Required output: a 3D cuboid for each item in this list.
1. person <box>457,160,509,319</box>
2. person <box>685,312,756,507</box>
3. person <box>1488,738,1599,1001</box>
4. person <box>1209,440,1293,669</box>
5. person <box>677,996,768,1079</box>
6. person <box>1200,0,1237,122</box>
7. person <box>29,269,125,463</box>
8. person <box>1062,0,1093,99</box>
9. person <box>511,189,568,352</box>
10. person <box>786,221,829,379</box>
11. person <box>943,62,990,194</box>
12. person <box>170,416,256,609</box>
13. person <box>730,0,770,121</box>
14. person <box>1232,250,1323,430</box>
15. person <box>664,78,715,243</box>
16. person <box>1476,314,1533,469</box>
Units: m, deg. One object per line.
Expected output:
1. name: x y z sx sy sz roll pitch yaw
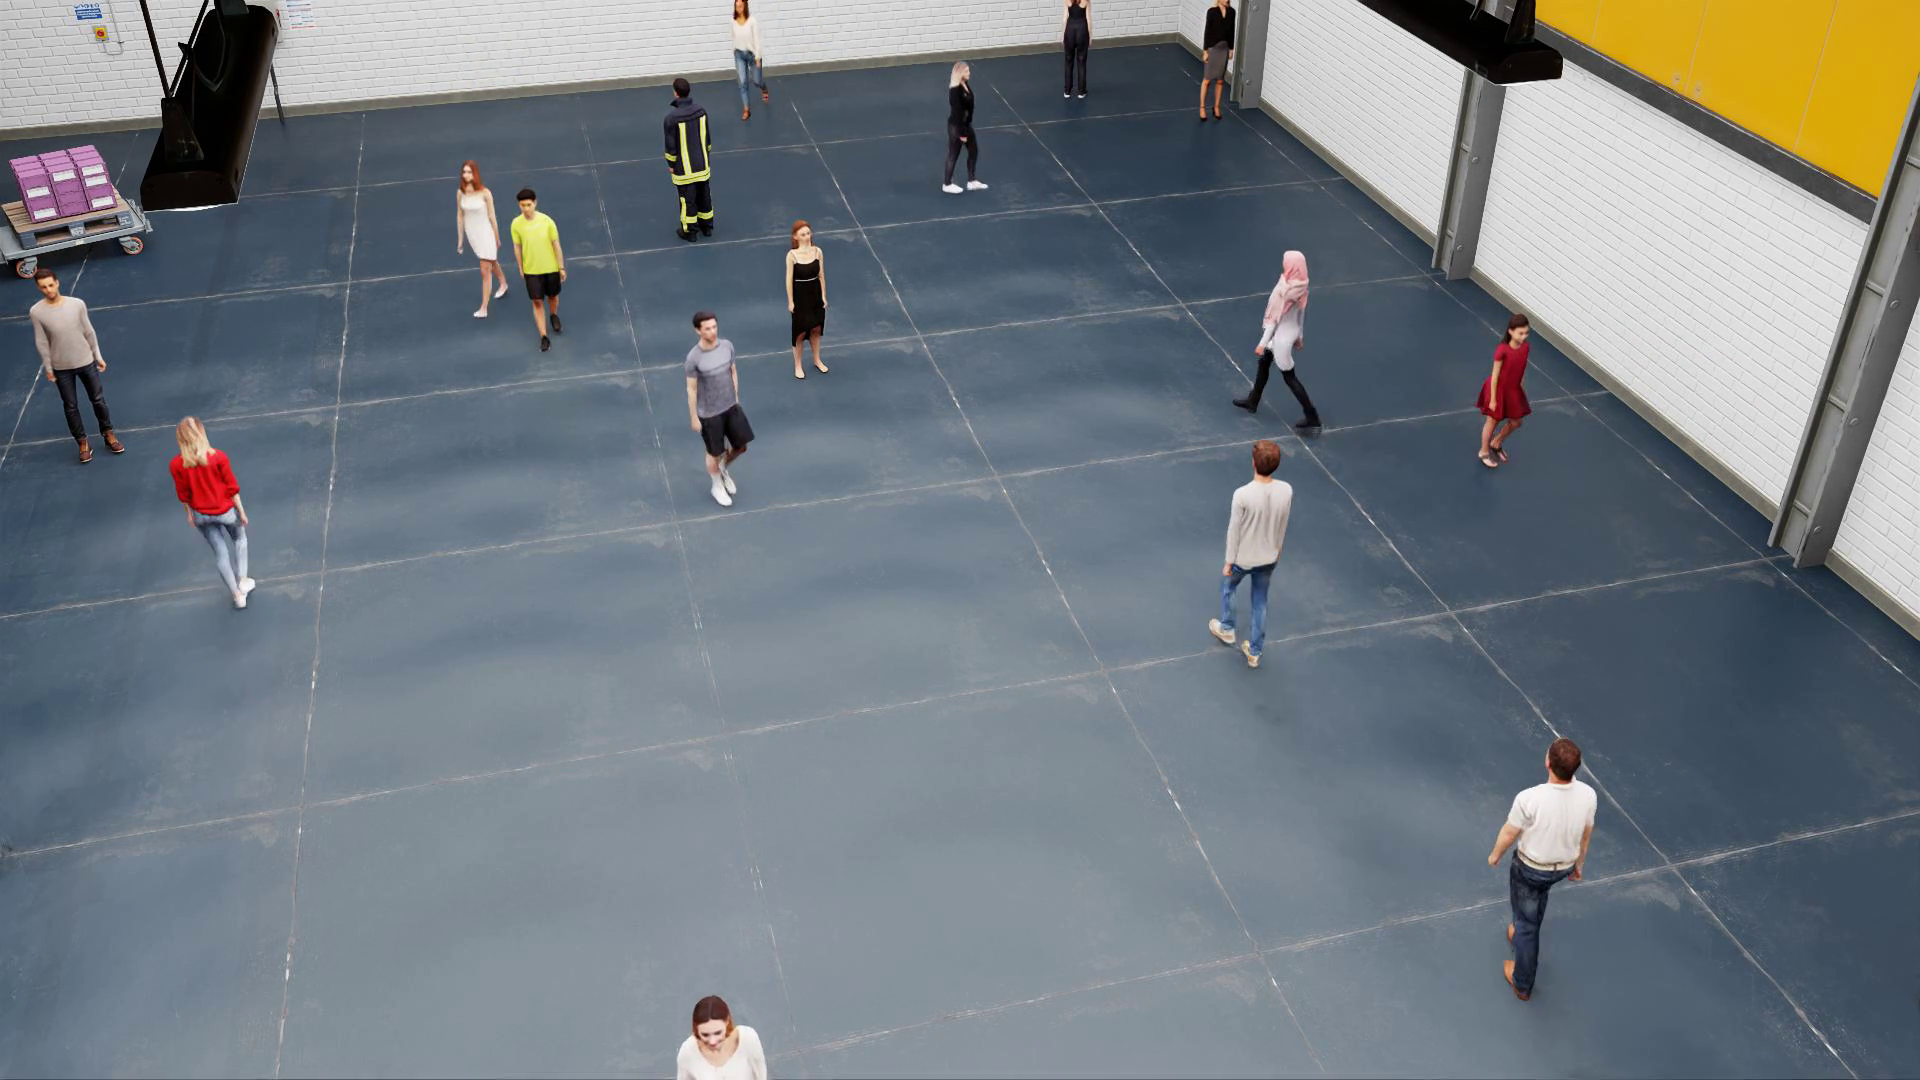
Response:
1. person: -5.143 -3.303 17.978 0.959 1.660 1.213 9 35 13
2. person: -2.188 -1.190 14.618 0.805 1.862 0.844 -24 41 -32
3. person: 3.471 2.008 9.832 0.737 1.834 0.846 -5 34 -7
4. person: 2.252 0.167 12.557 0.693 1.882 0.805 -7 34 -11
5. person: -1.225 2.908 8.633 0.683 1.662 0.938 -5 34 -8
6. person: 3.538 -6.698 22.925 0.599 1.839 0.535 -9 35 -13
7. person: -8.147 -1.630 15.274 0.727 1.868 0.695 -21 39 -29
8. person: 1.660 -7.214 23.788 0.660 1.743 0.660 6 34 10
9. person: -4.363 -2.874 17.327 0.625 1.667 1.052 -8 34 -12
10. person: -1.545 -2.436 16.707 0.614 1.625 0.637 -16 37 -23
11. person: -0.099 -5.121 20.708 0.902 1.666 0.879 7 34 11
12. person: -5.928 -0.166 13.229 0.622 1.695 0.558 -9 35 -13
13. person: -2.914 -6.740 23.151 0.921 1.658 1.067 10 35 14
14. person: 3.128 -1.832 15.675 1.238 1.761 1.131 21 39 28
15. person: -3.165 -4.460 19.478 0.882 1.928 0.860 -27 42 -34
16. person: 4.940 -1.405 15.232 0.601 1.540 0.661 -13 36 -19
